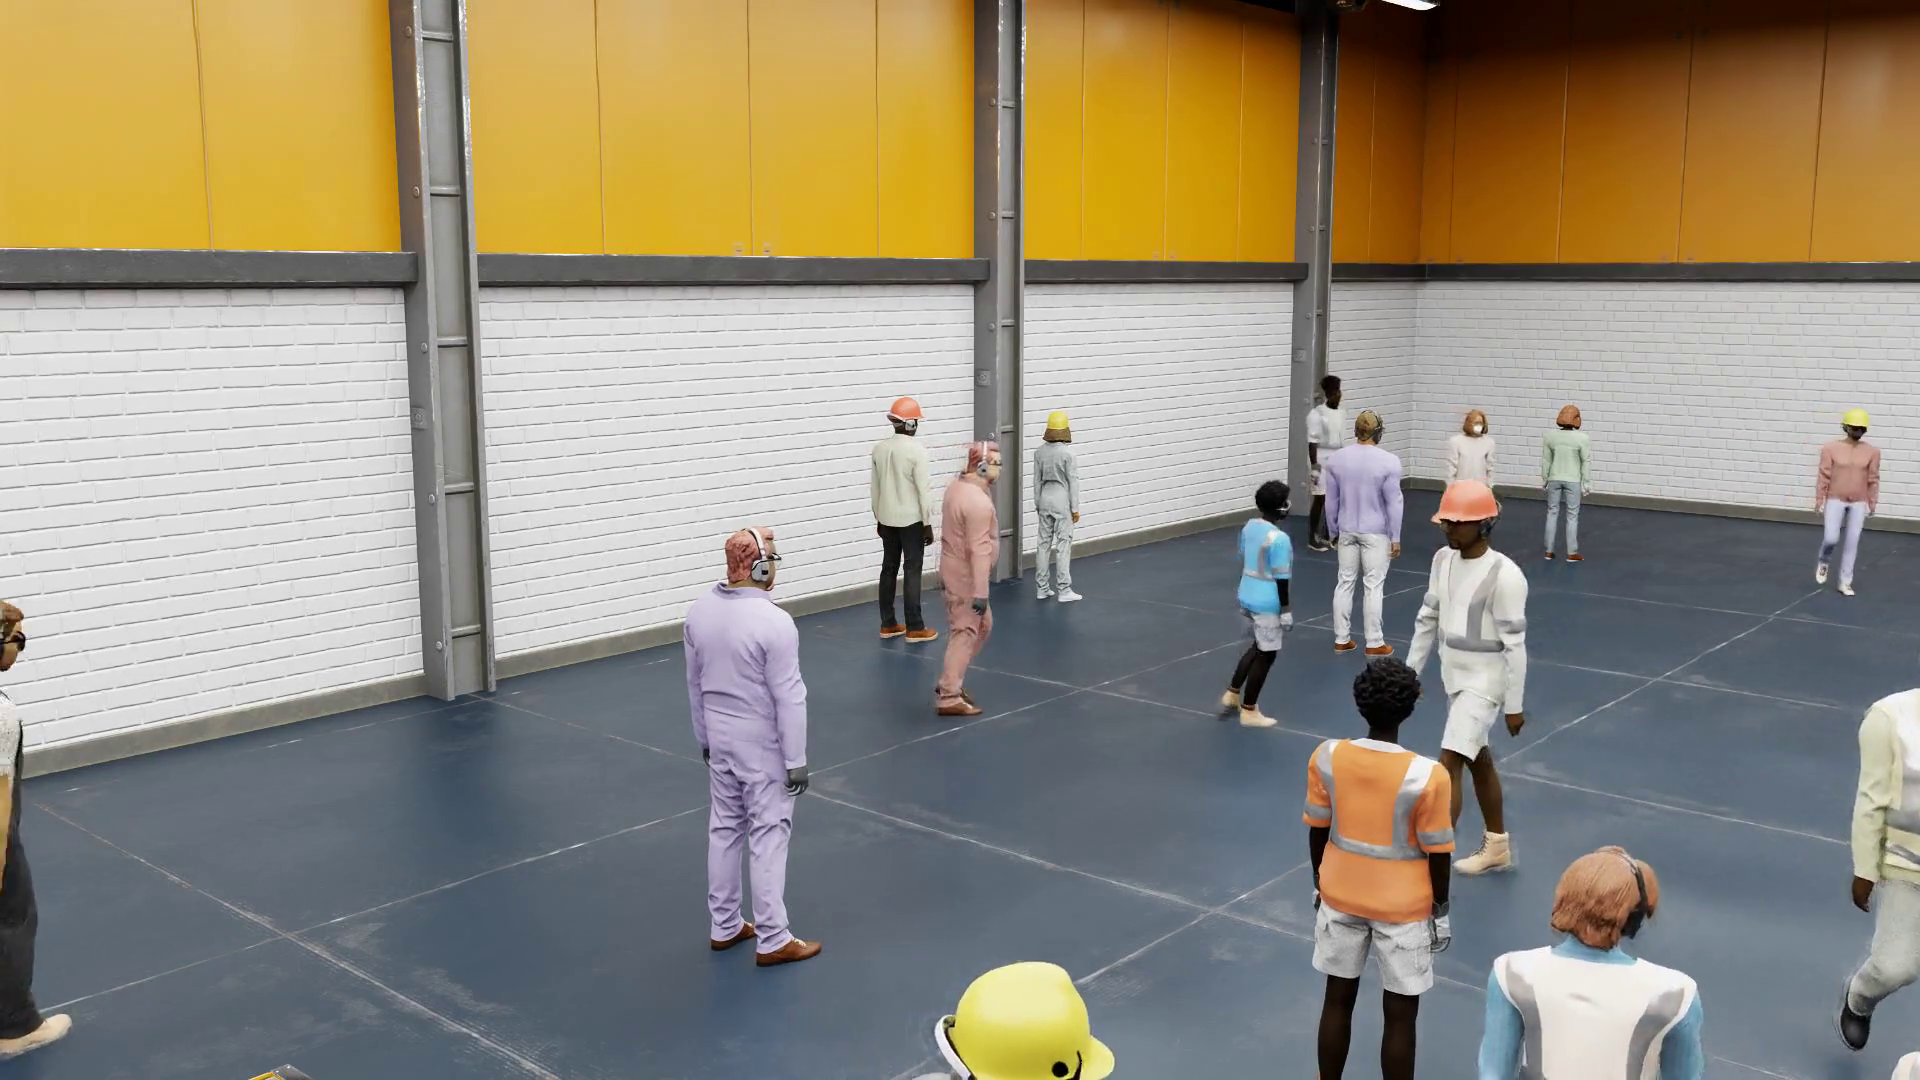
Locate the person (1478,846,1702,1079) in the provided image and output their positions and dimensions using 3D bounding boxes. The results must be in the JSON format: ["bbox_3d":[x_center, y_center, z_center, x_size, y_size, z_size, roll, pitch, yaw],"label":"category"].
[{"bbox_3d":[1.517,1.544,4.085,0.504,1.589,0.907,5,10,29],"label":"person"}]

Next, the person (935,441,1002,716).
[{"bbox_3d":[0.048,0.268,11.192,0.466,1.876,0.667,-2,9,-13],"label":"person"}]

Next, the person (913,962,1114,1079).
[{"bbox_3d":[-0.078,1.617,2.991,0.681,1.800,0.610,-3,10,-20],"label":"person"}]

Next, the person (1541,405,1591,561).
[{"bbox_3d":[6.318,-0.592,17.349,0.507,1.632,0.275,8,12,40],"label":"person"}]

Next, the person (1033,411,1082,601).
[{"bbox_3d":[0.895,-0.311,15.236,0.492,1.746,0.284,8,12,40],"label":"person"}]

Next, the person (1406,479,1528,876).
[{"bbox_3d":[2.365,0.705,8.058,0.937,2.005,0.636,-2,9,-14],"label":"person"}]

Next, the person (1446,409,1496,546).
[{"bbox_3d":[5.232,-0.547,17.105,0.508,1.616,0.517,0,9,3],"label":"person"}]

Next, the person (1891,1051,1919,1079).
[{"bbox_3d":[2.158,1.619,3.427,0.522,1.645,0.305,8,12,40],"label":"person"}]

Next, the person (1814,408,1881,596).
[{"bbox_3d":[8.267,-0.365,15.525,0.547,1.752,0.436,2,9,11],"label":"person"}]

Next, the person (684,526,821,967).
[{"bbox_3d":[-0.886,0.885,7.217,0.651,1.907,0.409,8,12,40],"label":"person"}]

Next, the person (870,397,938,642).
[{"bbox_3d":[-0.452,-0.167,13.545,0.622,1.993,0.382,8,12,40],"label":"person"}]

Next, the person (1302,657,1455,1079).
[{"bbox_3d":[1.430,1.233,5.679,0.540,1.699,0.315,8,12,40],"label":"person"}]

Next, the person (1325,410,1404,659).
[{"bbox_3d":[3.147,-0.044,12.949,0.635,1.939,0.360,8,12,40],"label":"person"}]

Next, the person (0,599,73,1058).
[{"bbox_3d":[-3.651,1.120,6.049,0.547,1.812,0.783,3,10,21],"label":"person"}]

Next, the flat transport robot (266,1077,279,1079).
[{"bbox_3d":[-2.123,2.021,5.205,1.431,0.197,0.652,8,12,40],"label":"flat transport robot"}]

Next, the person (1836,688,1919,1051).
[{"bbox_3d":[3.481,1.134,5.949,0.604,1.810,0.614,1,9,7],"label":"person"}]

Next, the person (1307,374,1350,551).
[{"bbox_3d":[3.940,-0.824,17.886,0.629,1.923,0.513,-6,11,-31],"label":"person"}]

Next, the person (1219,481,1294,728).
[{"bbox_3d":[1.973,0.425,10.912,0.367,1.663,0.609,-2,9,-14],"label":"person"}]
